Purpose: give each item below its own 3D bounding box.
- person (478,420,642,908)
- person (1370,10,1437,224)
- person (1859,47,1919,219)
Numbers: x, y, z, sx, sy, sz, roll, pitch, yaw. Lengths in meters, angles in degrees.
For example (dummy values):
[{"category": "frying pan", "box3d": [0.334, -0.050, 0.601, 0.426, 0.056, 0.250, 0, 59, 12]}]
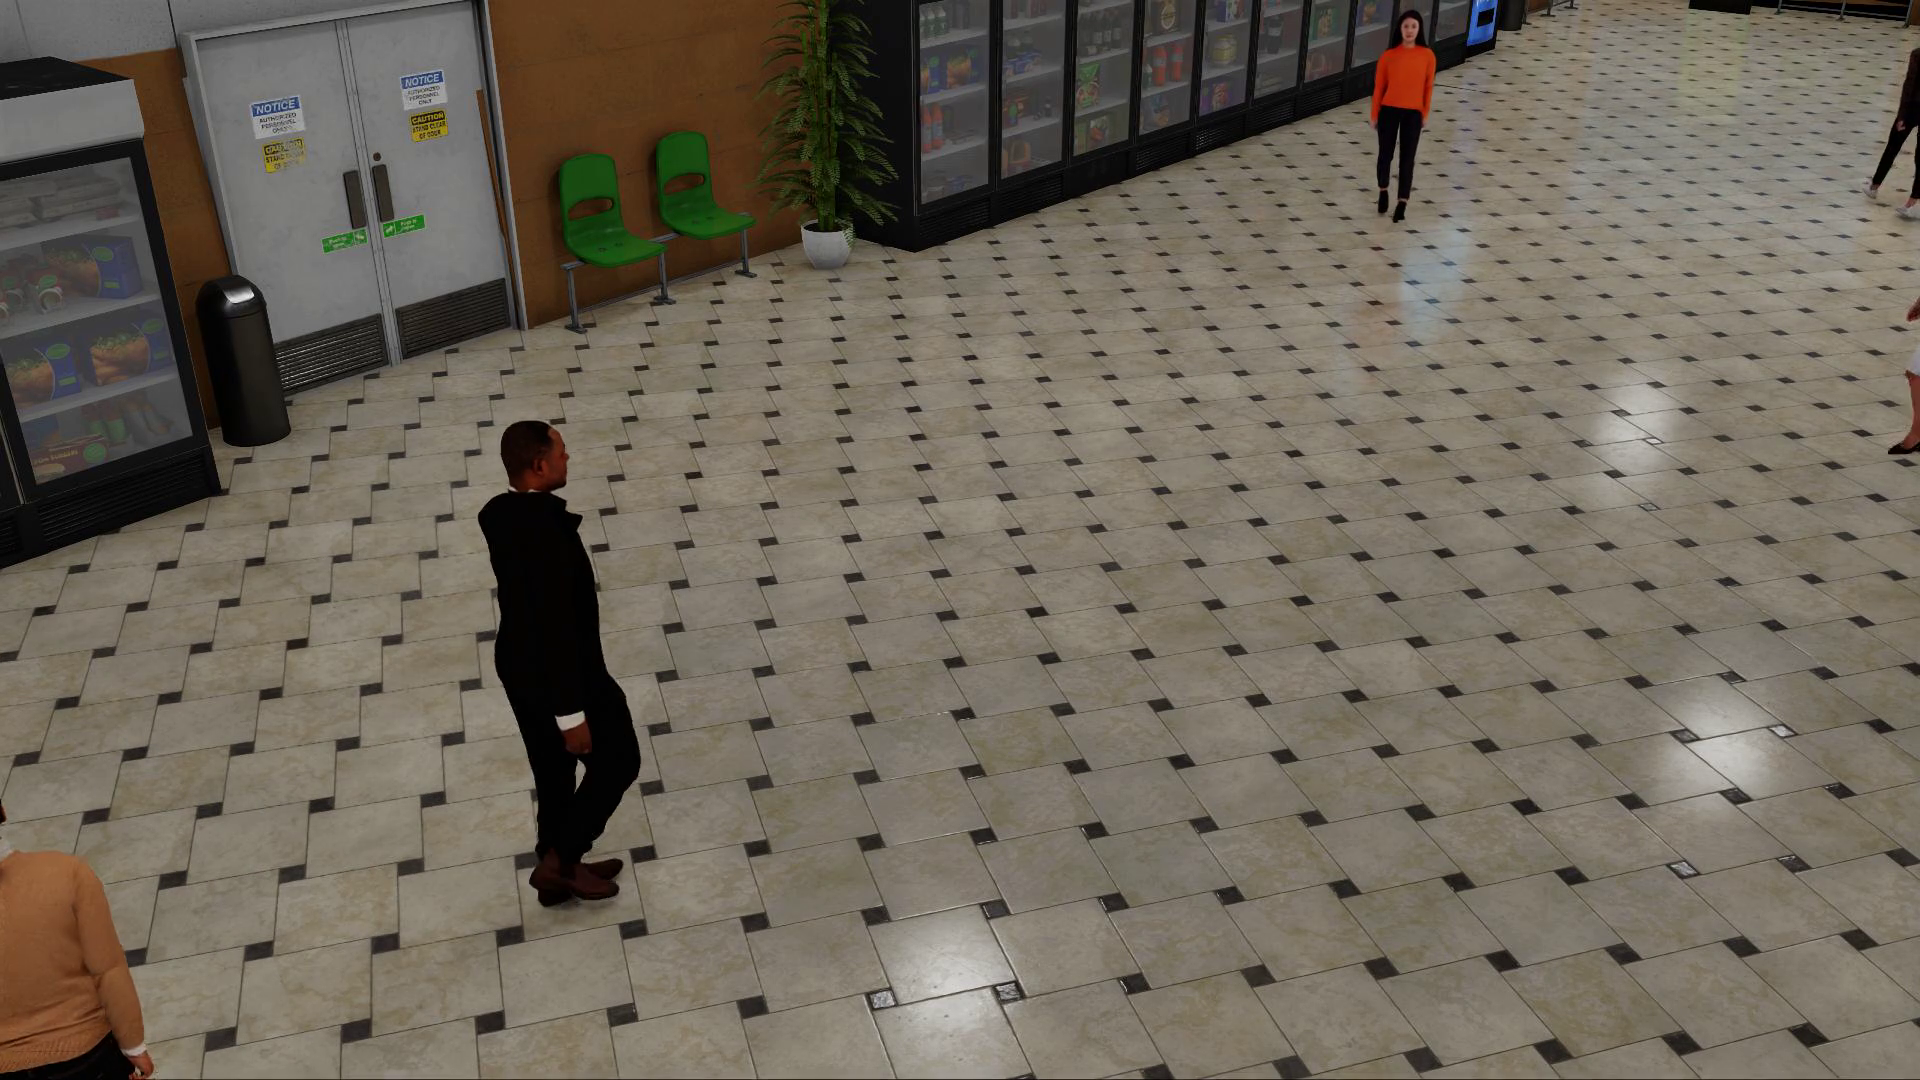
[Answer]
[{"category": "person", "box3d": [-1.487, 0.502, 5.773, 0.853, 1.899, 0.691, -18, 32, -32]}, {"category": "person", "box3d": [3.693, -3.561, 13.991, 1.116, 1.712, 1.022, 5, 27, 10]}, {"category": "person", "box3d": [8.135, -3.539, 14.003, 1.048, 1.663, 1.081, -1, 27, -2]}]
